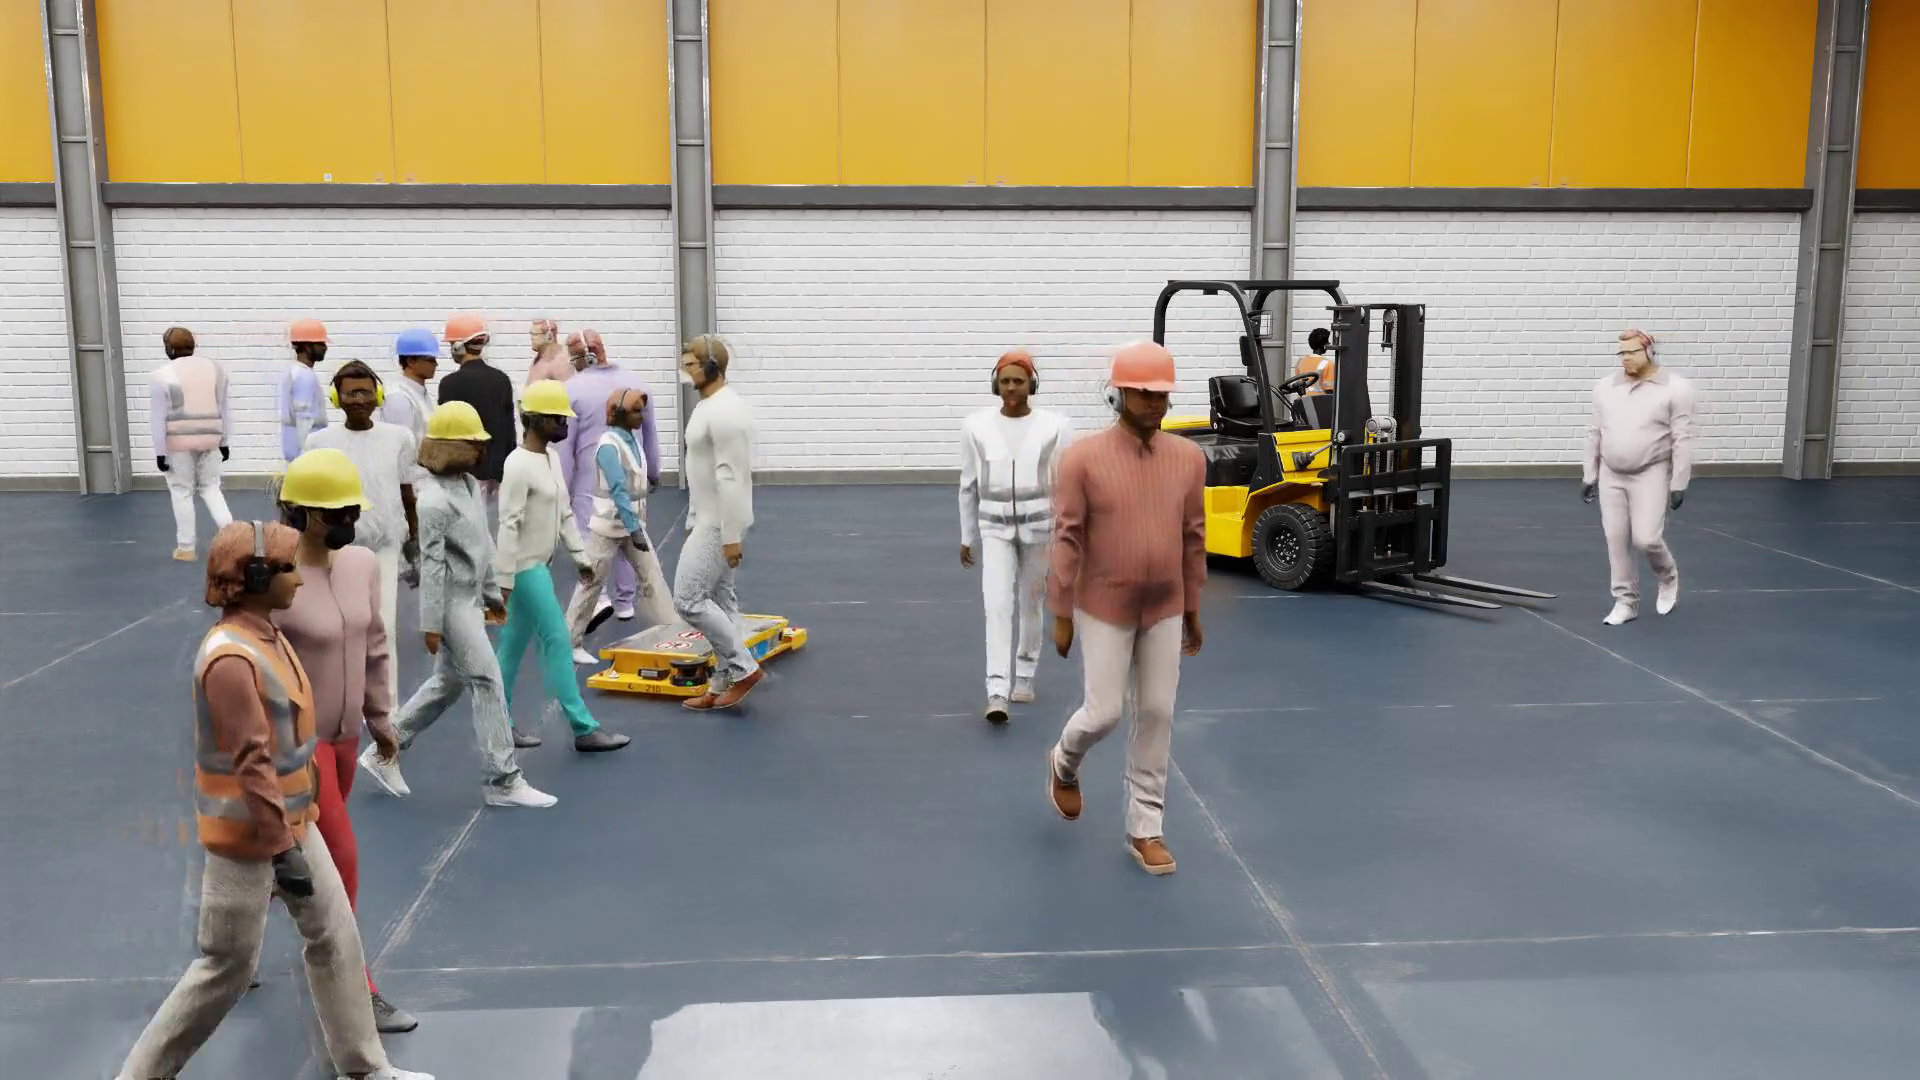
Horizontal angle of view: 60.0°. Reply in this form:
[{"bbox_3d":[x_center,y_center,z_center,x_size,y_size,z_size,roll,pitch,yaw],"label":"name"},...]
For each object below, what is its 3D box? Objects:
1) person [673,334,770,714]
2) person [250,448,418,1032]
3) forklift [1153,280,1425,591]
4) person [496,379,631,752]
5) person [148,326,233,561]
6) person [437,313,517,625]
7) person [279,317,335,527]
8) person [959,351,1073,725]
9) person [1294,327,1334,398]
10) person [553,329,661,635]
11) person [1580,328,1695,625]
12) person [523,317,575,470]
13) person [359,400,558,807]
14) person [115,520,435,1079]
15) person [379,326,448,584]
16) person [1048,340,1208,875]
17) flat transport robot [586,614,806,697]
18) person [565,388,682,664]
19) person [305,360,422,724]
[{"bbox_3d":[-1.251,-0.064,8.327,0.438,1.922,0.641,-2,9,-12],"label":"person"},{"bbox_3d":[-2.000,0.572,4.954,0.802,1.725,0.522,3,10,18],"label":"person"},{"bbox_3d":[2.301,-0.860,12.475,1.214,2.155,2.313,-6,11,-35],"label":"forklift"},{"bbox_3d":[-1.871,0.132,7.686,0.817,1.727,0.518,0,9,1],"label":"person"},{"bbox_3d":[-5.893,-0.727,12.786,0.582,1.829,0.642,7,11,36],"label":"person"},{"bbox_3d":[-3.105,-0.437,10.531,0.501,1.977,0.617,3,10,18],"label":"person"},{"bbox_3d":[-4.583,-0.650,12.063,0.909,1.900,0.569,-6,11,-32],"label":"person"},{"bbox_3d":[0.283,-0.018,8.320,0.602,1.826,0.968,1,9,6],"label":"person"},{"bbox_3d":[3.587,-1.297,16.807,0.320,1.689,0.525,-6,11,-32],"label":"person"},{"bbox_3d":[-2.159,-0.372,10.436,0.780,1.882,0.659,-6,11,-32],"label":"person"},{"bbox_3d":[4.295,-0.398,10.552,0.489,1.884,0.655,-8,12,-43],"label":"person"},{"bbox_3d":[-3.451,-0.978,14.254,0.917,1.872,0.642,-5,10,-28],"label":"person"},{"bbox_3d":[-2.131,0.268,6.903,0.822,1.711,0.499,0,9,-1],"label":"person"},{"bbox_3d":[-1.832,0.745,4.254,0.780,1.602,0.514,-1,9,-9],"label":"person"},{"bbox_3d":[-3.276,-0.297,9.805,0.827,1.927,0.610,1,9,4],"label":"person"},{"bbox_3d":[0.613,0.230,6.303,0.625,1.980,0.650,-3,10,-20],"label":"person"},{"bbox_3d":[-1.438,0.605,9.300,0.652,0.197,1.431,3,9,18],"label":"flat transport robot"},{"bbox_3d":[-1.896,-0.062,9.375,0.901,1.586,0.496,2,9,13],"label":"person"},{"bbox_3d":[-2.830,0.057,7.906,0.539,1.825,1.003,-3,10,-20],"label":"person"}]
